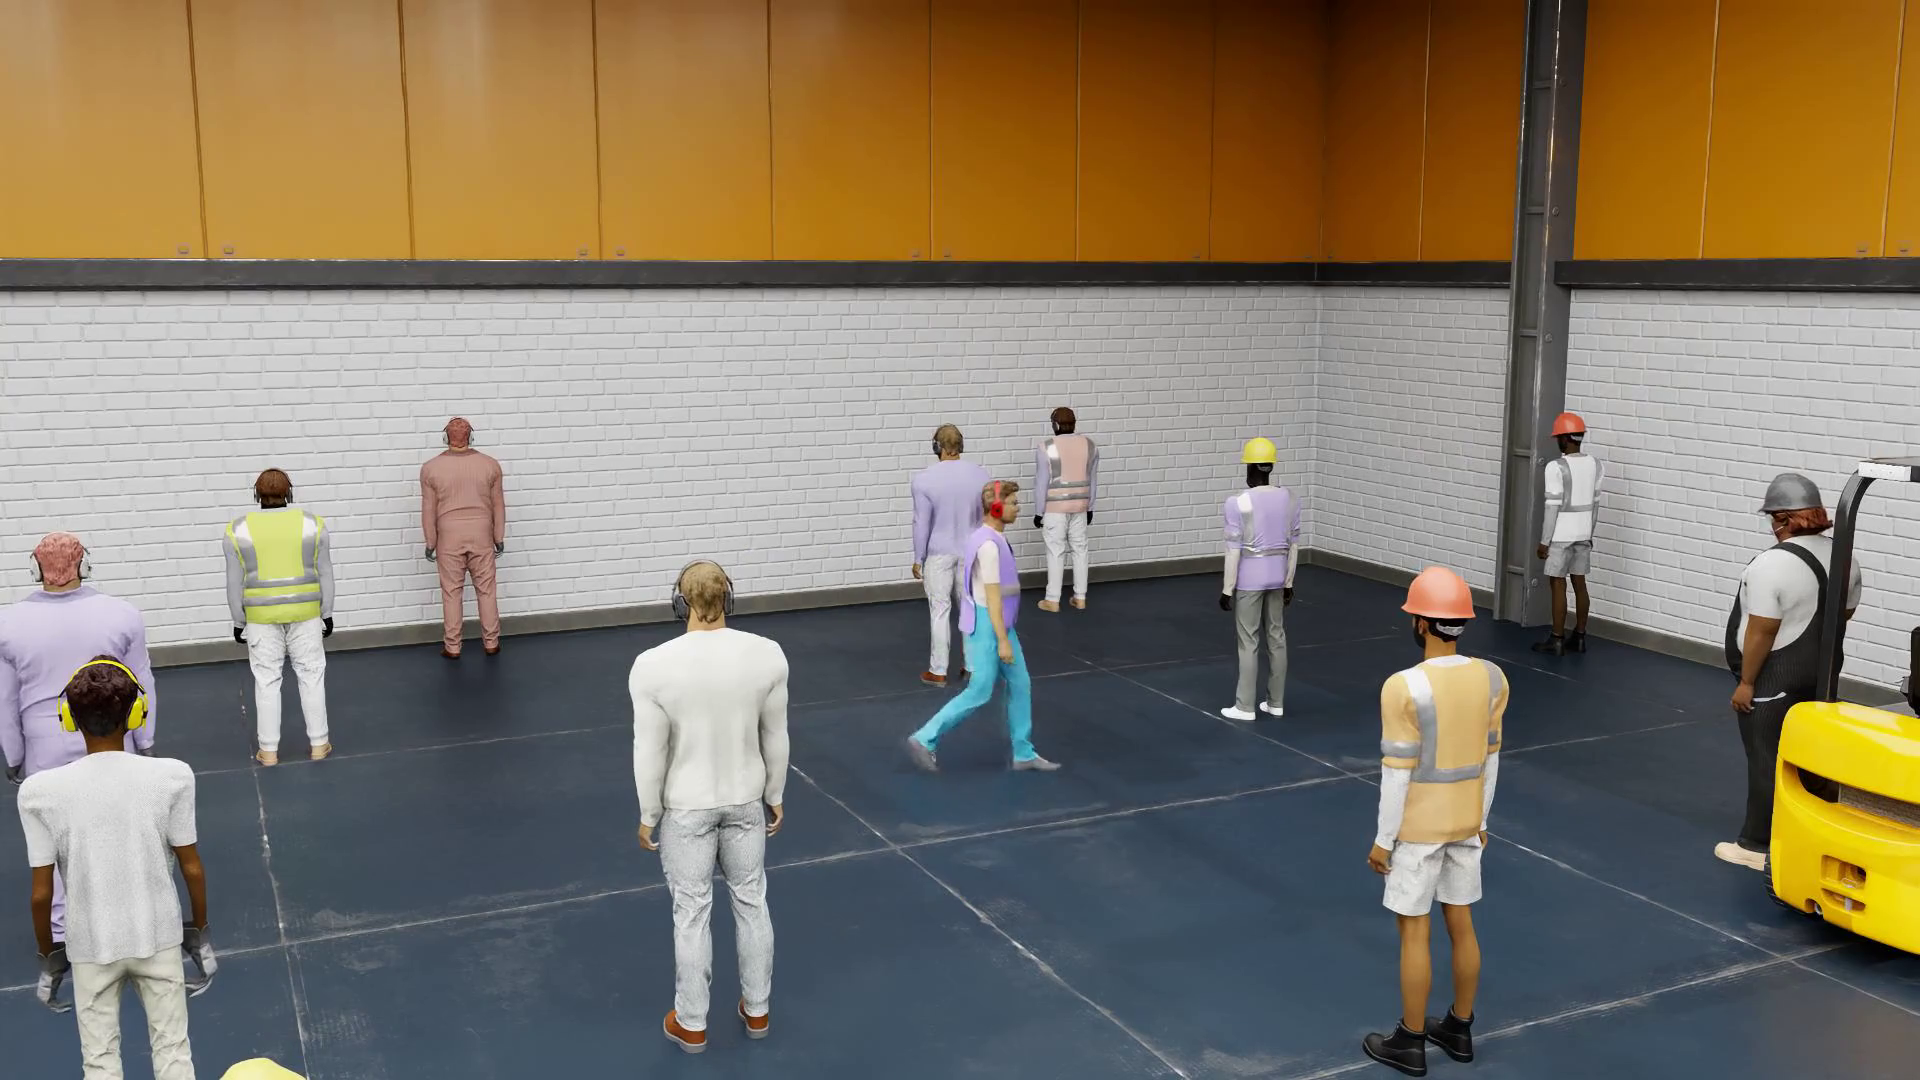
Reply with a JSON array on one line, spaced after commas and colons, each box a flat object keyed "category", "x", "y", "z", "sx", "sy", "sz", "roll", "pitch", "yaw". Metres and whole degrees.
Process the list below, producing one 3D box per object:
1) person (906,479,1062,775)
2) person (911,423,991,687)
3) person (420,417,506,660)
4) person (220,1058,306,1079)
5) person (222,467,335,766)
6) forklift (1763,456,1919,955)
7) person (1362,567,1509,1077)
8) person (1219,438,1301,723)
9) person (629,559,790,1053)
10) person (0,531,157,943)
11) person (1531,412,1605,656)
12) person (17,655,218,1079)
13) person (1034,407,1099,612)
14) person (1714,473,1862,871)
[{"category": "person", "x": 0.142, "y": 0.532, "z": 9.988, "sx": 0.866, "sy": 1.814, "sz": 0.572, "roll": 1, "pitch": 9, "yaw": 8}, {"category": "person", "x": -0.074, "y": 0.113, "z": 12.194, "sx": 0.630, "sy": 1.938, "sz": 0.373, "roll": -4, "pitch": 10, "yaw": -25}, {"category": "person", "x": -3.899, "y": -0.014, "z": 13.073, "sx": 0.641, "sy": 1.908, "sz": 0.409, "roll": -4, "pitch": 10, "yaw": -25}, {"category": "person", "x": -1.049, "y": 1.705, "z": 2.649, "sx": 0.587, "sy": 1.828, "sz": 0.404, "roll": -4, "pitch": 10, "yaw": -25}, {"category": "person", "x": -4.185, "y": 0.470, "z": 10.271, "sx": 0.625, "sy": 1.844, "sz": 0.429, "roll": -4, "pitch": 10, "yaw": -25}, {"category": "forklift", "x": 4.857, "y": 0.731, "z": 7.561, "sx": 2.313, "sy": 2.155, "sz": 1.214, "roll": -4, "pitch": 10, "yaw": -25}, {"category": "person", "x": 1.783, "y": 1.061, "z": 6.305, "sx": 0.543, "sy": 1.939, "sz": 0.356, "roll": -4, "pitch": 10, "yaw": -25}, {"category": "person", "x": 2.011, "y": 0.271, "z": 11.236, "sx": 0.586, "sy": 1.928, "sz": 0.365, "roll": -4, "pitch": 10, "yaw": -25}, {"category": "person", "x": -0.971, "y": 1.031, "z": 6.494, "sx": 0.630, "sy": 1.938, "sz": 0.373, "roll": -4, "pitch": 10, "yaw": -25}, {"category": "person", "x": -3.916, "y": 0.903, "z": 7.395, "sx": 0.641, "sy": 1.905, "sz": 0.410, "roll": -4, "pitch": 10, "yaw": -25}, {"category": "person", "x": 4.804, "y": -0.046, "z": 13.186, "sx": 0.543, "sy": 1.933, "sz": 0.363, "roll": -4, "pitch": 10, "yaw": -25}, {"category": "person", "x": -2.595, "y": 1.277, "z": 5.178, "sx": 0.508, "sy": 1.872, "sz": 0.329, "roll": -4, "pitch": 10, "yaw": -25}, {"category": "person", "x": 0.928, "y": -0.275, "z": 14.905, "sx": 0.625, "sy": 1.841, "sz": 0.429, "roll": -4, "pitch": 10, "yaw": -25}, {"category": "person", "x": 4.177, "y": 0.656, "z": 8.499, "sx": 0.681, "sy": 2.000, "sz": 0.538, "roll": -4, "pitch": 10, "yaw": -25}]
